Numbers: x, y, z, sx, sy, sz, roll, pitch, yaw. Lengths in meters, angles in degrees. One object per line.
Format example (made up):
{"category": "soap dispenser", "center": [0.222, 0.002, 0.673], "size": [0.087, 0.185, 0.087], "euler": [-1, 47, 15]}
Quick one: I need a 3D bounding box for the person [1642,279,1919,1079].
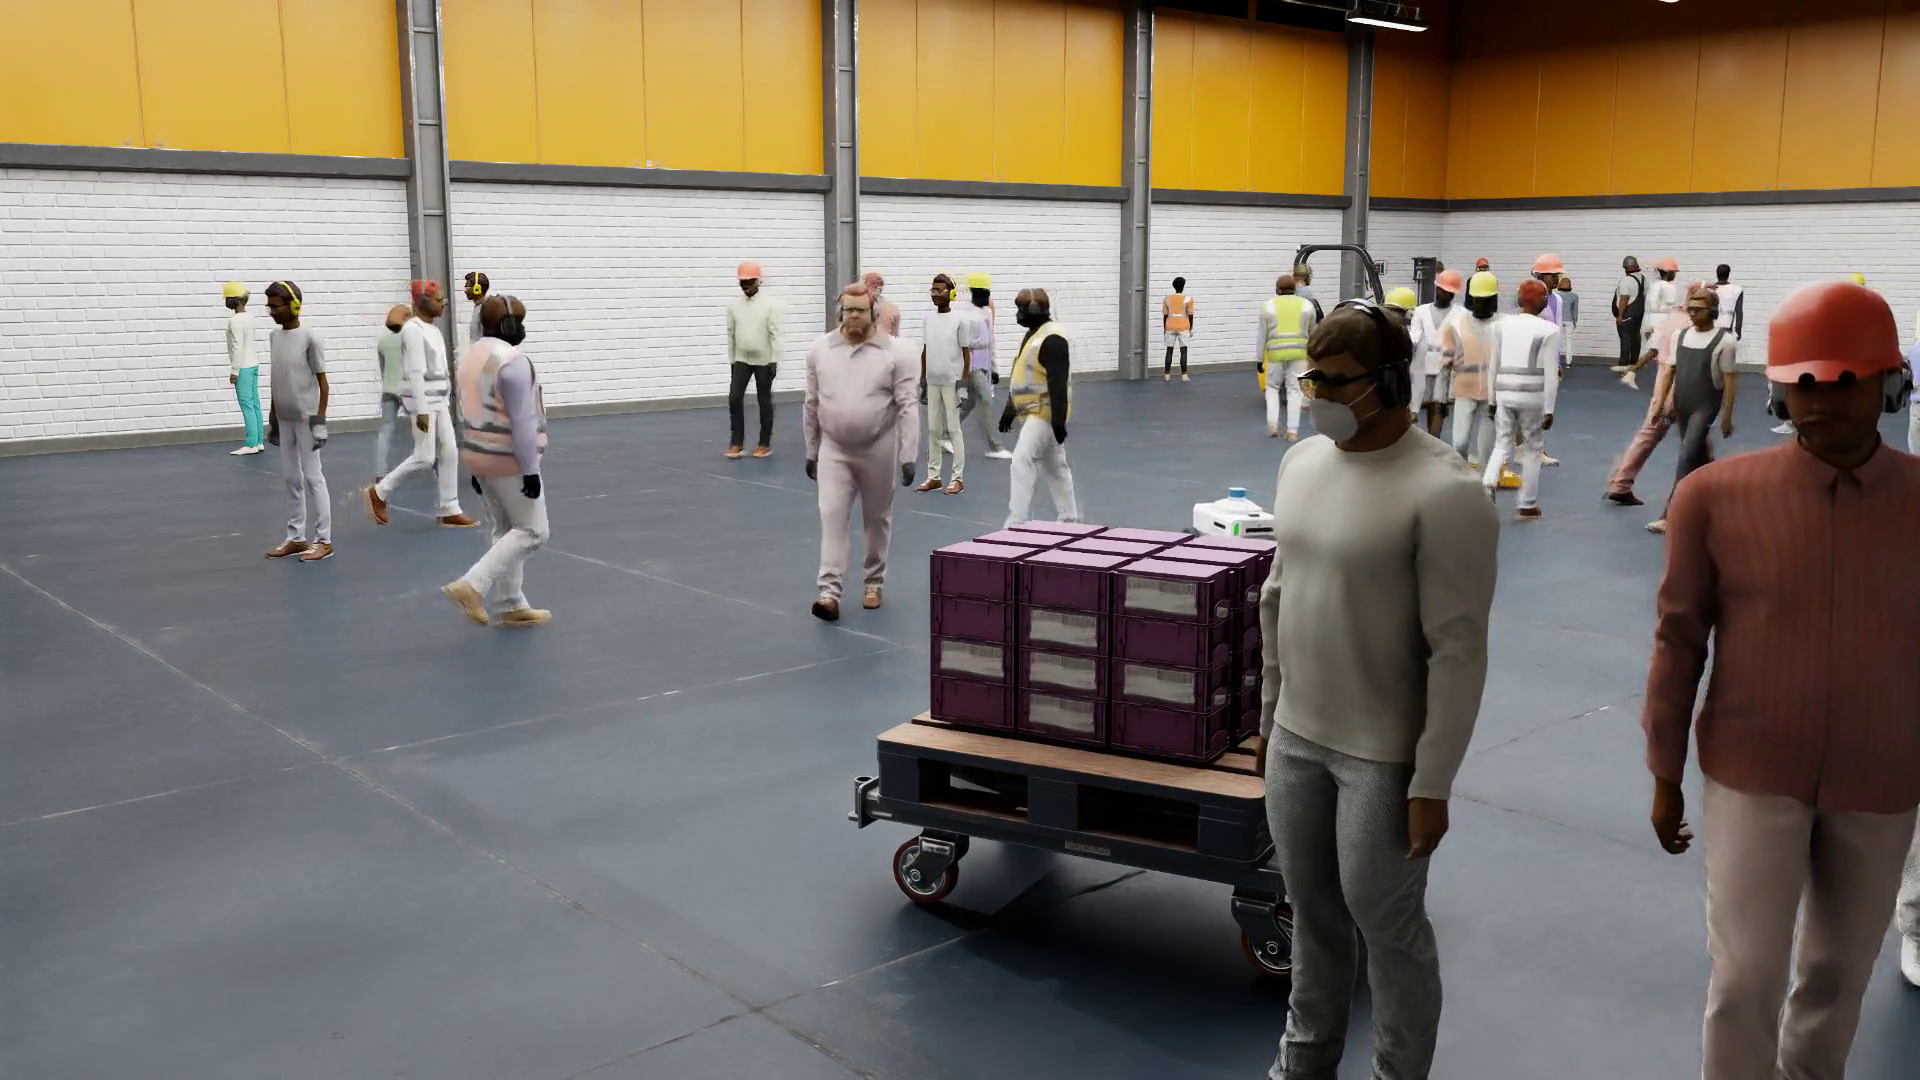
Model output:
{"category": "person", "center": [1.695, 0.493, 3.242], "size": [0.641, 1.974, 0.599], "euler": [2, 10, 13]}

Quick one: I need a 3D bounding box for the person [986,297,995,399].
{"category": "person", "center": [0.310, -2.869, 23.564], "size": [0.325, 1.760, 0.523], "euler": [-4, 11, -24]}

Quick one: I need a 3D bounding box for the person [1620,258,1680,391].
{"category": "person", "center": [10.462, -3.226, 24.977], "size": [1.029, 2.005, 0.606], "euler": [0, 10, 2]}

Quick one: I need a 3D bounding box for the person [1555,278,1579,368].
{"category": "person", "center": [10.946, -3.937, 30.180], "size": [0.500, 1.633, 0.285], "euler": [2, 10, 10]}

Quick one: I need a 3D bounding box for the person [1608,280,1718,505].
{"category": "person", "center": [5.760, -1.151, 13.288], "size": [1.047, 1.840, 0.641], "euler": [1, 10, 3]}

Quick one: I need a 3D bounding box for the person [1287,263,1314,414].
{"category": "person", "center": [4.390, -2.589, 21.426], "size": [0.424, 1.927, 0.664], "euler": [-2, 10, -12]}

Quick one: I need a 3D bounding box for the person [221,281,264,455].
{"category": "person", "center": [-7.335, -1.752, 16.995], "size": [0.306, 1.770, 0.525], "euler": [-1, 10, -7]}

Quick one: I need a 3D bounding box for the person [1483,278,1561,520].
{"category": "person", "center": [4.226, -1.051, 12.600], "size": [0.708, 1.865, 0.597], "euler": [-9, 13, -43]}

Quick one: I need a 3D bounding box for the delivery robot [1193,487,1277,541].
{"category": "delivery robot", "center": [1.750, -0.089, 10.532], "size": [0.477, 0.478, 0.707], "euler": [-3, 10, -14]}

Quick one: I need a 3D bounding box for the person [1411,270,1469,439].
{"category": "person", "center": [4.469, -1.593, 15.724], "size": [0.594, 1.874, 0.977], "euler": [6, 11, 29]}

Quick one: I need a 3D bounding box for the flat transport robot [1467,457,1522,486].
{"category": "flat transport robot", "center": [4.161, -0.612, 14.695], "size": [1.431, 0.197, 0.652], "euler": [0, 10, -2]}

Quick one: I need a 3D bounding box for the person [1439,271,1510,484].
{"category": "person", "center": [4.062, -1.141, 13.023], "size": [0.598, 1.908, 0.472], "euler": [3, 10, 15]}

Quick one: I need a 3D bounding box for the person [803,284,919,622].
{"category": "person", "center": [-0.568, -0.479, 9.252], "size": [0.681, 1.856, 0.967], "euler": [1, 10, 6]}

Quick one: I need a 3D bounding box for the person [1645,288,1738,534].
{"category": "person", "center": [5.480, -0.961, 12.308], "size": [1.000, 1.802, 0.506], "euler": [-5, 11, -27]}

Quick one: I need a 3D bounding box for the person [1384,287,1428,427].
{"category": "person", "center": [3.460, -1.134, 13.351], "size": [0.582, 1.787, 0.944], "euler": [7, 12, 34]}

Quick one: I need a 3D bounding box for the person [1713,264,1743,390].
{"category": "person", "center": [11.364, -3.170, 24.887], "size": [0.624, 1.901, 0.496], "euler": [5, 11, 27]}

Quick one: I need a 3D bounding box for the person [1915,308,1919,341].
{"category": "person", "center": [10.408, -1.913, 17.741], "size": [0.403, 1.835, 0.586], "euler": [1, 10, 7]}

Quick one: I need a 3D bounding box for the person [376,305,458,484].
{"category": "person", "center": [-4.920, -1.293, 14.823], "size": [0.518, 1.580, 0.854], "euler": [5, 11, 25]}

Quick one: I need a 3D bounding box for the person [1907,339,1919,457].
{"category": "person", "center": [5.463, -0.511, 9.221], "size": [0.542, 1.942, 0.350], "euler": [-6, 11, -31]}

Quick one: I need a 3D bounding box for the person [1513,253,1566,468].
{"category": "person", "center": [5.574, -1.708, 15.930], "size": [0.605, 2.045, 0.378], "euler": [-7, 12, -36]}

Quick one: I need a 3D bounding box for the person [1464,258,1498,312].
{"category": "person", "center": [9.764, -4.286, 31.195], "size": [0.609, 1.986, 0.402], "euler": [0, 10, -3]}

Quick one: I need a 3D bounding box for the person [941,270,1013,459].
{"category": "person", "center": [0.133, -1.768, 16.756], "size": [0.964, 1.888, 0.600], "euler": [5, 11, 27]}

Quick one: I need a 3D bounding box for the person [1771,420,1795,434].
{"category": "person", "center": [9.553, -2.012, 18.693], "size": [0.778, 1.709, 0.492], "euler": [-1, 10, -8]}

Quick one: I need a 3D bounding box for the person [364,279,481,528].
{"category": "person", "center": [-3.991, -0.986, 12.253], "size": [0.740, 1.860, 0.586], "euler": [1, 10, 4]}

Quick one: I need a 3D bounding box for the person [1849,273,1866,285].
{"category": "person", "center": [13.492, -3.147, 25.171], "size": [0.311, 1.768, 0.532], "euler": [-2, 10, -11]}

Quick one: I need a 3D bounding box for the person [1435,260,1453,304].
{"category": "person", "center": [9.164, -4.403, 32.015], "size": [0.629, 1.940, 0.373], "euler": [5, 11, 26]}

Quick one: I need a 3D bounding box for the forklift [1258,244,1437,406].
{"category": "forklift", "center": [5.256, -2.933, 22.661], "size": [2.313, 2.155, 1.214], "euler": [3, 10, 16]}

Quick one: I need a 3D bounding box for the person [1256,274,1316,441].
{"category": "person", "center": [3.583, -2.000, 18.308], "size": [0.665, 1.822, 0.534], "euler": [1, 10, 4]}

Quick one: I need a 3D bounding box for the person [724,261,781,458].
{"category": "person", "center": [-2.092, -1.782, 16.594], "size": [0.617, 1.970, 0.747], "euler": [2, 10, 14]}

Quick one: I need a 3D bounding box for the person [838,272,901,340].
{"category": "person", "center": [-0.937, -1.736, 16.631], "size": [0.725, 1.865, 0.475], "euler": [-3, 10, -18]}

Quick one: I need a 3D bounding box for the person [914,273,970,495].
{"category": "person", "center": [-0.148, -1.324, 14.179], "size": [0.515, 1.876, 0.328], "euler": [7, 12, 34]}

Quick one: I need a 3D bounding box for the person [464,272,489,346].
{"category": "person", "center": [-4.697, -1.688, 16.321], "size": [0.316, 1.870, 0.531], "euler": [-3, 10, -16]}

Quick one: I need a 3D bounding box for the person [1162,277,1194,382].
{"category": "person", "center": [3.520, -3.397, 26.861], "size": [0.532, 1.691, 0.321], "euler": [4, 11, 23]}

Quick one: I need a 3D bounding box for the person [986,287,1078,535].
{"category": "person", "center": [0.475, -0.858, 11.667], "size": [0.859, 1.796, 0.640], "euler": [-2, 10, -10]}

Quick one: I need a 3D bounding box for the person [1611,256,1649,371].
{"category": "person", "center": [11.775, -4.001, 29.366], "size": [0.674, 2.000, 0.537], "euler": [-7, 12, -34]}

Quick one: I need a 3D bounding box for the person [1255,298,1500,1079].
{"category": "person", "center": [0.854, 0.452, 3.611], "size": [0.373, 1.935, 0.627], "euler": [-5, 11, -28]}

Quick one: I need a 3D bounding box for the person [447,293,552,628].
{"category": "person", "center": [-2.481, -0.397, 8.887], "size": [0.552, 1.825, 0.634], "euler": [-8, 12, -39]}

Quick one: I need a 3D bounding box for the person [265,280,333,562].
{"category": "person", "center": [-4.417, -0.786, 11.065], "size": [0.518, 1.865, 0.330], "euler": [5, 11, 28]}

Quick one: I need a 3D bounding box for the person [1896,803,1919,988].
{"category": "person", "center": [2.795, 0.442, 4.546], "size": [0.547, 1.617, 0.524], "euler": [2, 10, 14]}
